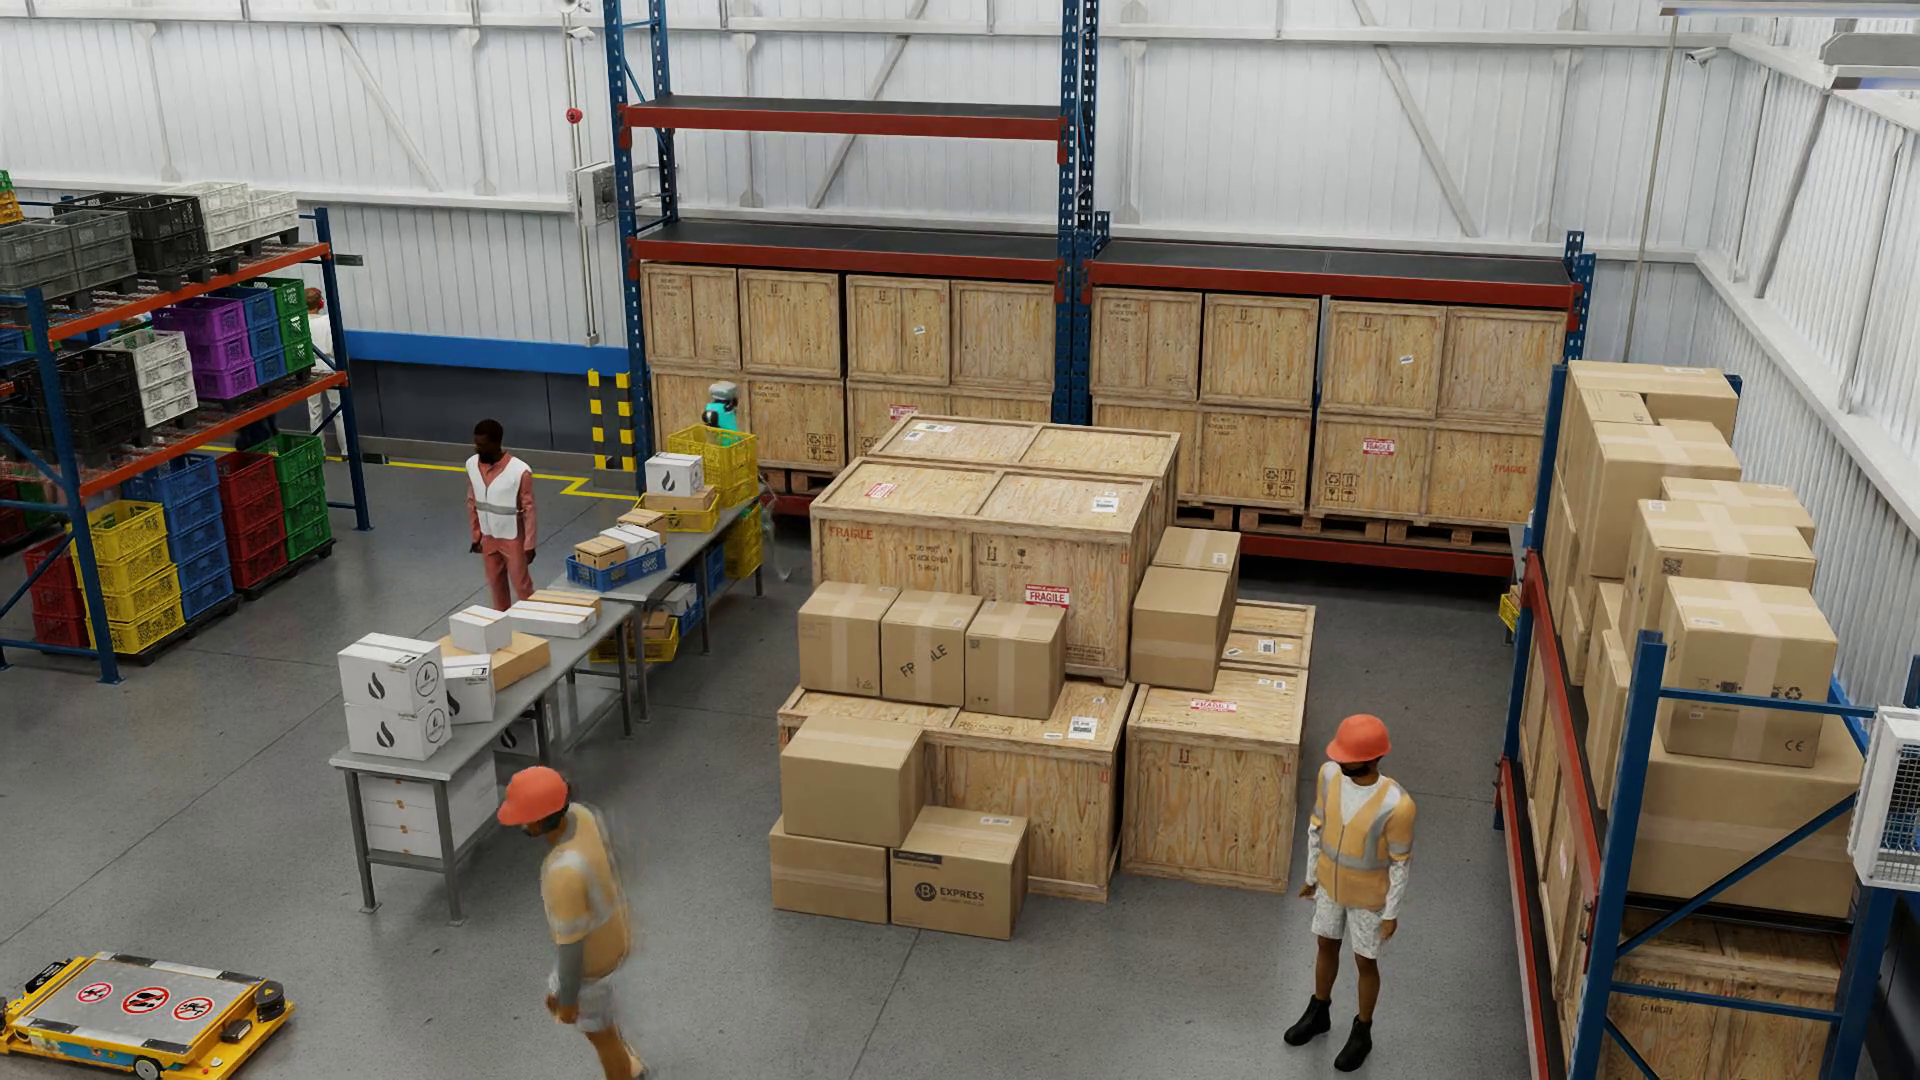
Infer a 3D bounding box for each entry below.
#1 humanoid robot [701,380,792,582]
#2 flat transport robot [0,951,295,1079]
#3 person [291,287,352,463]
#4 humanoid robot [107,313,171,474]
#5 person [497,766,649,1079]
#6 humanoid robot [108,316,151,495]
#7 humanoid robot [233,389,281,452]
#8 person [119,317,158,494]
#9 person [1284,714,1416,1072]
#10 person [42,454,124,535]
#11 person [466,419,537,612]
[{"bbox_3d":[-1.742,-0.440,14.248,0.835,1.857,0.556,6,22,14],"label":"humanoid robot"},{"bbox_3d":[-4.270,2.464,8.601,1.431,0.231,0.659,5,22,13],"label":"flat transport robot"},{"bbox_3d":[-6.637,-1.700,17.286,0.568,1.840,0.373,-5,21,-13],"label":"person"},{"bbox_3d":[-8.334,-1.529,16.923,0.544,1.752,0.680,-15,26,-35],"label":"humanoid robot"},{"bbox_3d":[-1.765,1.905,7.654,0.580,2.003,0.640,-4,21,-9],"label":"person"},{"bbox_3d":[-8.217,-1.308,16.367,0.723,1.760,0.539,-4,21,-11],"label":"humanoid robot"},{"bbox_3d":[-6.723,-1.040,15.834,0.675,1.626,0.591,3,21,8],"label":"humanoid robot"},{"bbox_3d":[-7.949,-1.270,16.189,0.432,1.836,0.630,-4,21,-10],"label":"person"},{"bbox_3d":[1.927,1.723,8.211,0.372,1.932,0.543,-18,27,-39],"label":"person"},{"bbox_3d":[-7.360,-0.369,13.961,0.538,1.719,0.889,-2,21,-5],"label":"person"},{"bbox_3d":[-3.502,-0.023,12.799,0.591,1.916,0.376,9,23,23],"label":"person"}]
